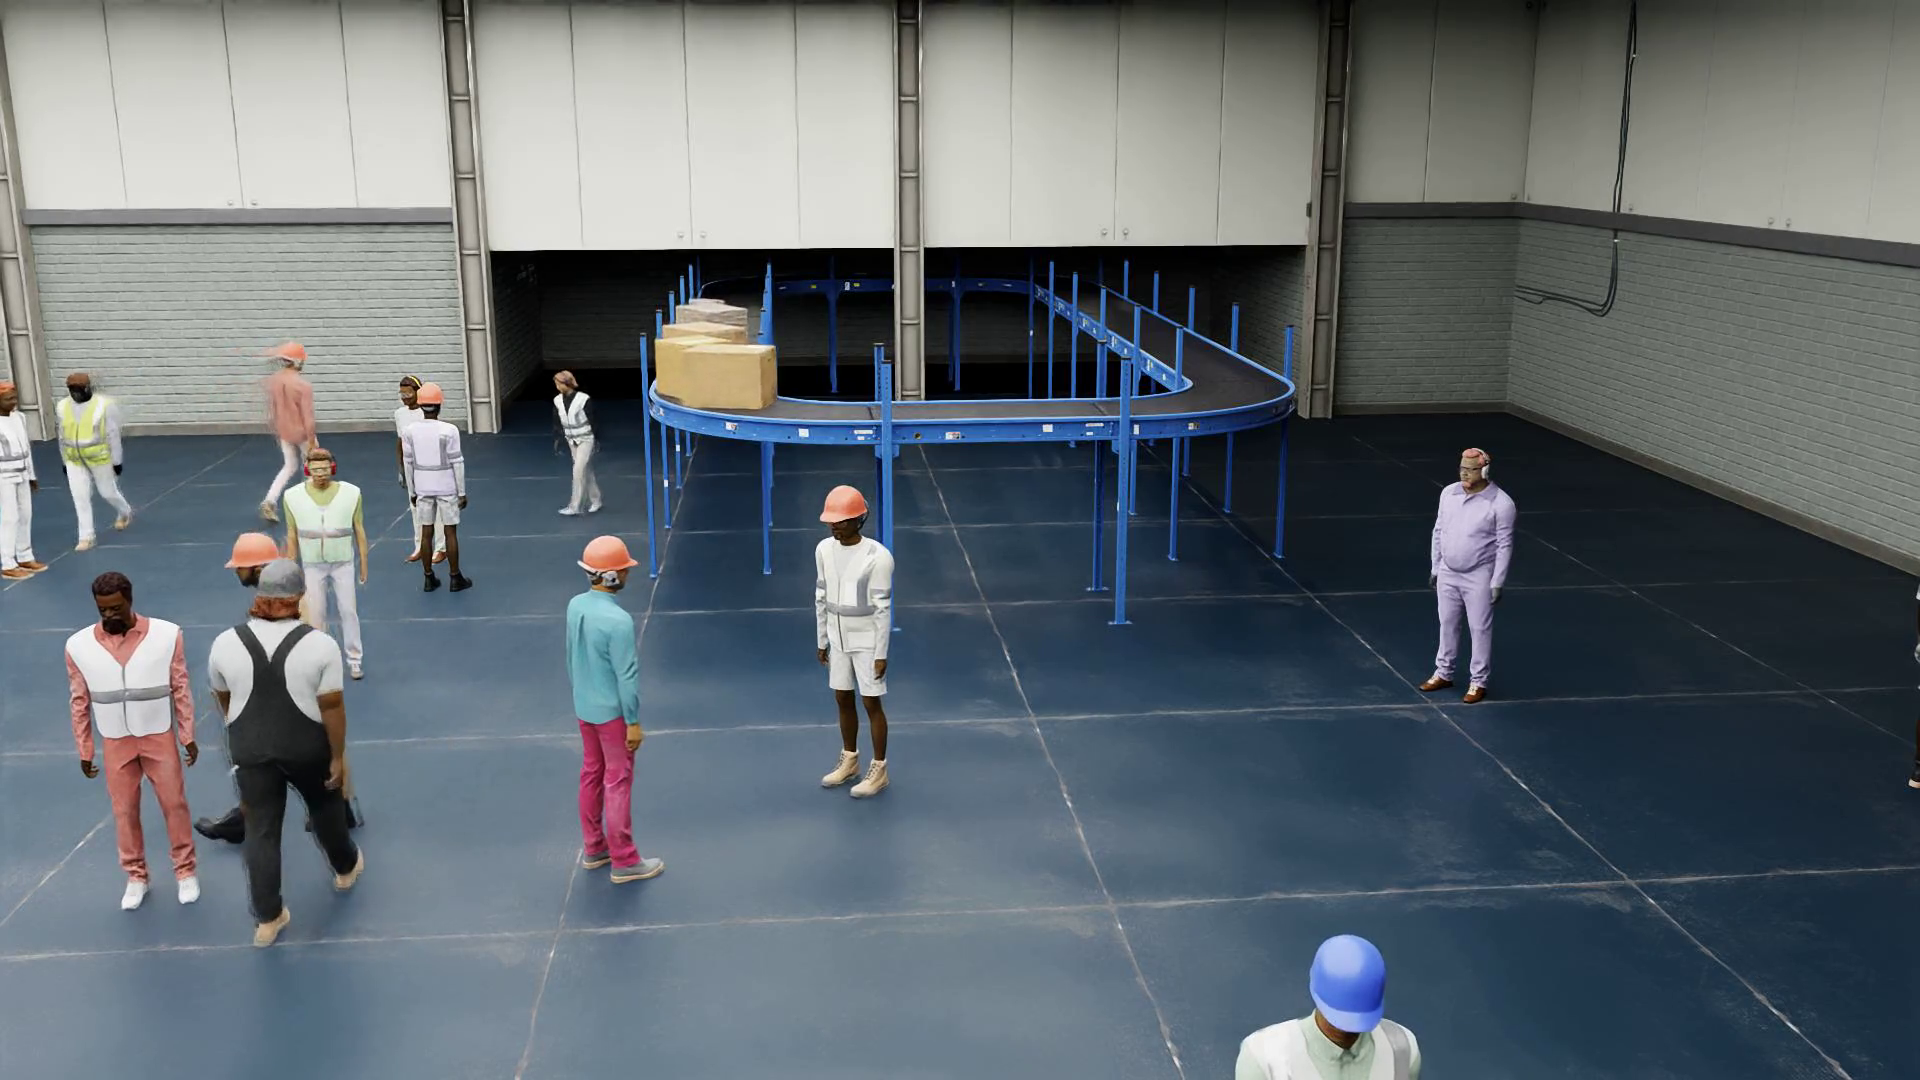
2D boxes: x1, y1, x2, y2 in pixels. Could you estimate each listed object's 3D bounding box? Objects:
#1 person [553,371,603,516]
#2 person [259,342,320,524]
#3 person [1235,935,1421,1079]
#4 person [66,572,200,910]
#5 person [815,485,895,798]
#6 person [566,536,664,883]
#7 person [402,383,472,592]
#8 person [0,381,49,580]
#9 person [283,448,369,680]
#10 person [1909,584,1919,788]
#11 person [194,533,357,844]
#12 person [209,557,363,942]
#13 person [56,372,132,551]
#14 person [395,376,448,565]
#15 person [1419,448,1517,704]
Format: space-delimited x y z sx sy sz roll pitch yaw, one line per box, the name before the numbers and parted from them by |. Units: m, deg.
person | -4.226 -1.056 18.248 0.536 1.597 0.735 9 17 32
person | -7.185 -1.147 17.899 0.624 1.967 0.851 6 15 24
person | 1.104 2.076 5.057 0.603 1.937 0.402 -3 14 -12
person | -4.511 1.079 9.114 0.600 1.907 0.398 -5 15 -19
person | -0.696 0.646 10.601 0.601 2.035 0.412 10 17 35
person | -1.988 0.949 9.450 0.394 1.994 0.612 -13 19 -41
person | -4.796 -0.476 15.272 0.551 1.934 0.362 1 14 5
person | -8.992 -0.569 15.770 0.359 1.876 0.584 1 14 6
person | -4.871 0.183 12.836 0.574 1.838 0.388 -5 15 -19
person | 6.394 0.679 10.587 0.367 1.966 0.604 -9 17 -32
person | -4.139 0.881 9.920 0.950 1.889 0.559 -2 14 -8
person | -3.619 1.042 8.984 0.698 2.000 0.991 -2 14 -7
person | -8.866 -0.846 17.040 0.632 1.807 0.814 -1 14 -2
person | -5.275 -0.679 16.252 0.504 1.861 0.329 4 15 16
person | 3.773 0.257 12.401 0.409 1.908 0.647 -12 18 -40
